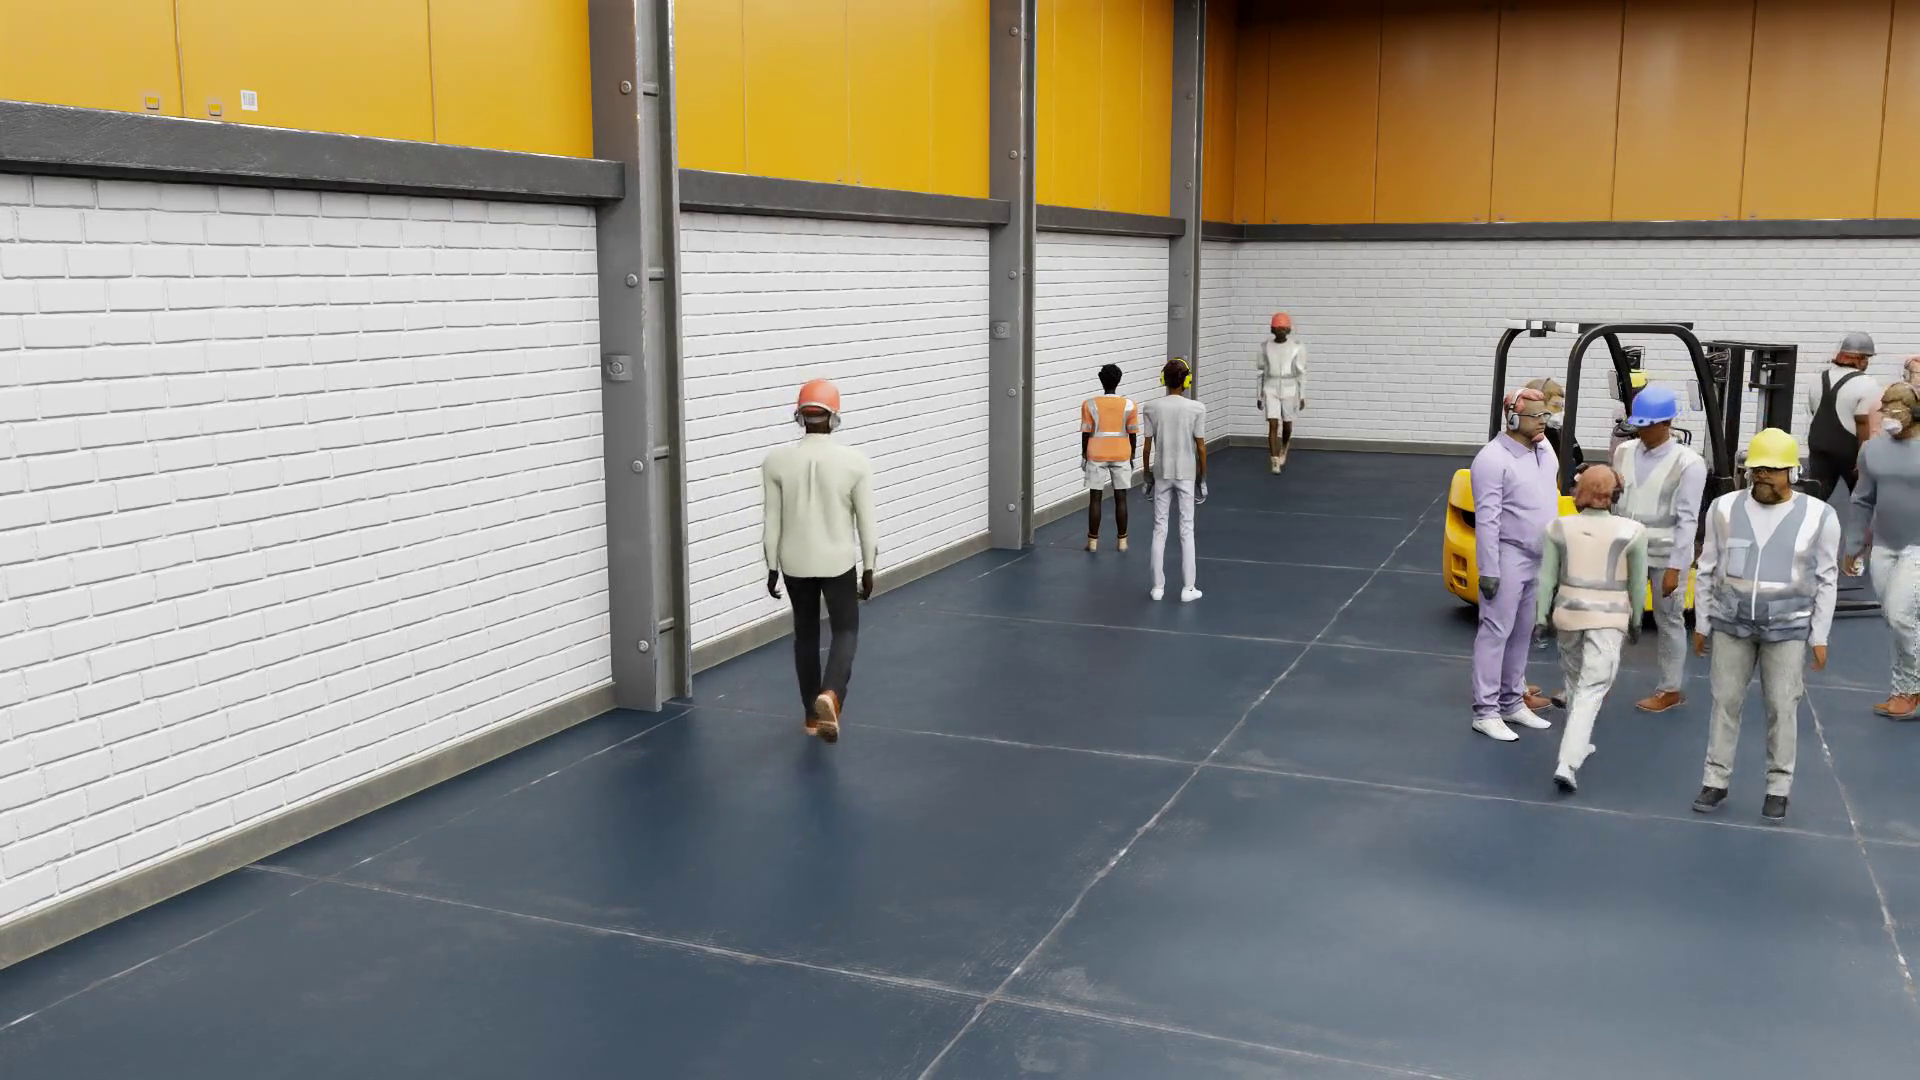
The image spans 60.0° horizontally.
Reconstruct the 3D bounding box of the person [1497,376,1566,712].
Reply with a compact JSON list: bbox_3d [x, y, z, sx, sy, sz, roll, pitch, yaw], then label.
[{"bbox_3d":[3.283,0.017,9.663,0.351,1.932,0.635,2,10,10],"label":"person"}]

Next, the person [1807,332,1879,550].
[{"bbox_3d":[7.726,-0.815,14.378,1.006,2.000,0.696,-3,10,-20],"label":"person"}]

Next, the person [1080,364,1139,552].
[{"bbox_3d":[1.334,-0.729,14.922,0.534,1.691,0.318,-1,9,-5],"label":"person"}]

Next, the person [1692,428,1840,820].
[{"bbox_3d":[3.718,0.397,7.727,0.601,1.838,0.430,7,12,36],"label":"person"}]

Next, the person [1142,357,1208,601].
[{"bbox_3d":[1.647,-0.457,12.746,0.513,1.867,0.328,3,10,17],"label":"person"}]

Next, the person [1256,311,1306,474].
[{"bbox_3d":[3.993,-1.850,20.755,0.614,2.018,0.920,2,10,10],"label":"person"}]

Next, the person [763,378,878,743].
[{"bbox_3d":[-0.755,0.125,8.900,0.626,1.976,0.720,1,9,4],"label":"person"}]

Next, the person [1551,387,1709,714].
[{"bbox_3d":[3.787,0.096,9.301,0.986,1.891,0.621,-6,11,-31],"label":"person"}]

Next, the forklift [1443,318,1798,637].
[{"bbox_3d":[4.706,-0.497,11.990,2.313,2.155,1.214,-2,10,-10],"label":"forklift"}]

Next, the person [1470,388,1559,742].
[{"bbox_3d":[3.046,0.127,9.082,0.648,1.907,0.409,-9,13,-42],"label":"person"}]

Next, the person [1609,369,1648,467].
[{"bbox_3d":[5.558,-0.546,13.658,0.540,1.748,0.526,-3,10,-17],"label":"person"}]

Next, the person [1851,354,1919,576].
[{"bbox_3d":[7.483,-0.544,13.227,0.641,1.882,0.830,0,9,0],"label":"person"}]

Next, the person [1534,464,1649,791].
[{"bbox_3d":[3.113,0.418,8.270,0.493,1.590,0.876,8,12,41],"label":"person"}]

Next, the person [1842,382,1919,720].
[{"bbox_3d":[5.309,0.070,9.384,0.498,1.916,0.671,-3,10,-20],"label":"person"}]
